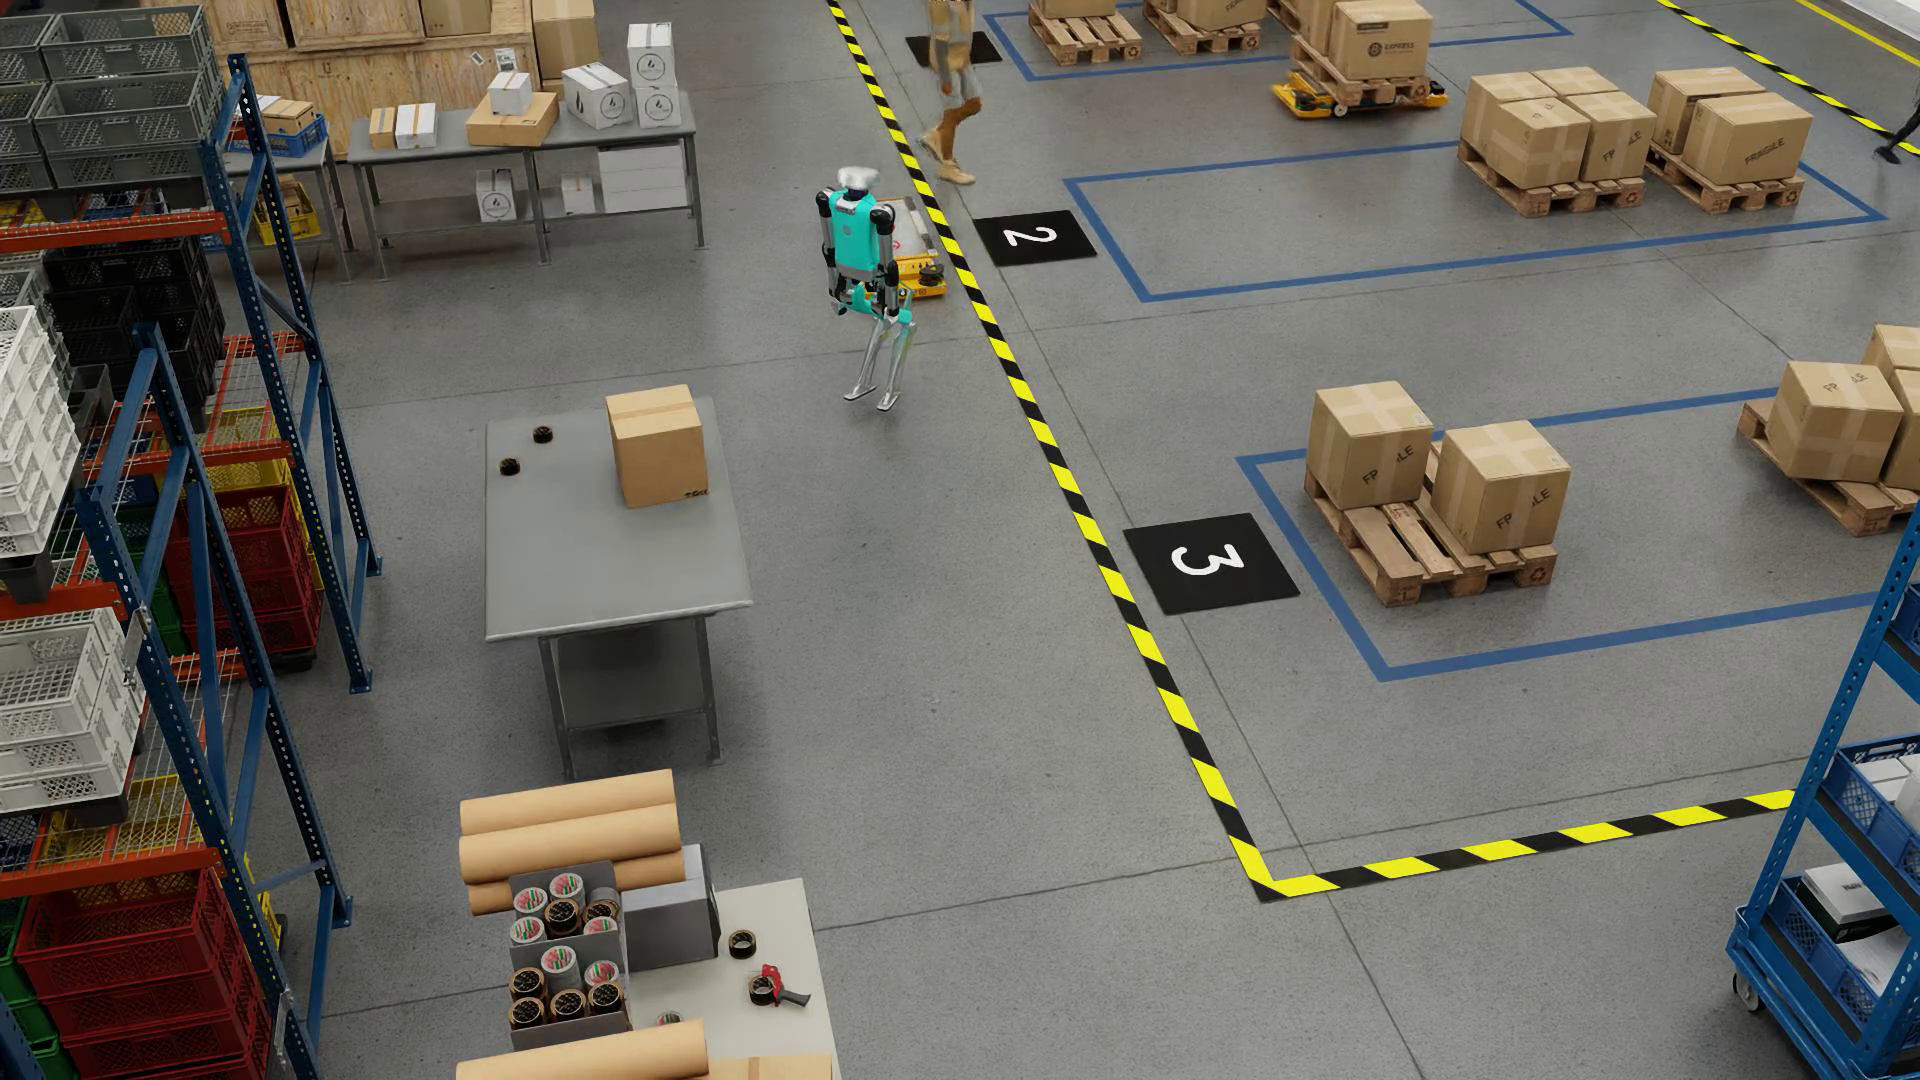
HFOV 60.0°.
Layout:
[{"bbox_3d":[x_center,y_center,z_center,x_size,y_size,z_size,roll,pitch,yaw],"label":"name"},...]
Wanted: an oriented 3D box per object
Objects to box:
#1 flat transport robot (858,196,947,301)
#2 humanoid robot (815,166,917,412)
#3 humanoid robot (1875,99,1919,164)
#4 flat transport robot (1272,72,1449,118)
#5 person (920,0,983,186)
[{"bbox_3d":[-0.570,-2.220,12.538,0.659,0.231,1.431,-8,37,-10],"label":"flat transport robot"},{"bbox_3d":[-0.495,-1.629,10.397,0.533,1.681,0.735,21,41,26],"label":"humanoid robot"},{"bbox_3d":[8.028,-3.738,13.436,0.613,1.621,0.784,-15,39,-19],"label":"humanoid robot"},{"bbox_3d":[3.616,-4.079,15.013,1.431,0.197,0.652,-8,37,-10],"label":"flat transport robot"},{"bbox_3d":[-0.064,-3.808,13.202,0.488,2.029,0.614,16,40,21],"label":"person"}]
